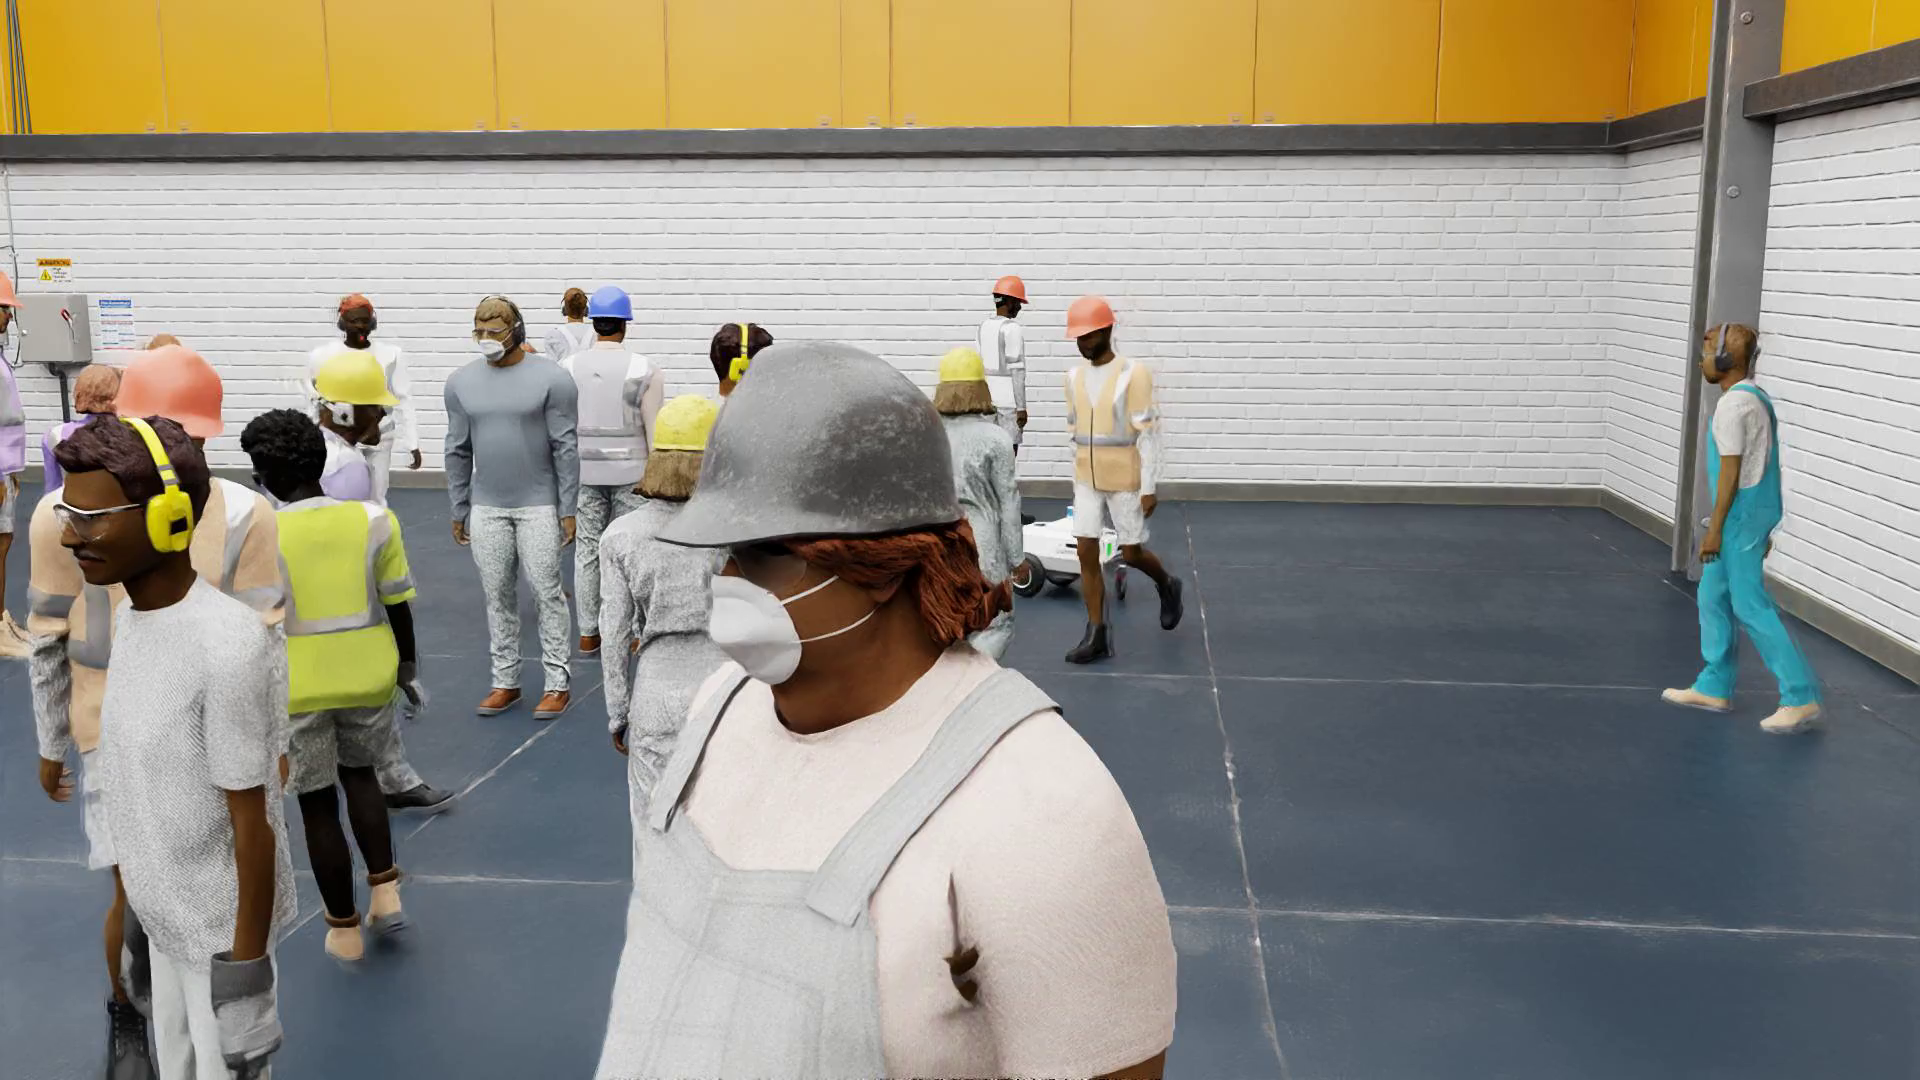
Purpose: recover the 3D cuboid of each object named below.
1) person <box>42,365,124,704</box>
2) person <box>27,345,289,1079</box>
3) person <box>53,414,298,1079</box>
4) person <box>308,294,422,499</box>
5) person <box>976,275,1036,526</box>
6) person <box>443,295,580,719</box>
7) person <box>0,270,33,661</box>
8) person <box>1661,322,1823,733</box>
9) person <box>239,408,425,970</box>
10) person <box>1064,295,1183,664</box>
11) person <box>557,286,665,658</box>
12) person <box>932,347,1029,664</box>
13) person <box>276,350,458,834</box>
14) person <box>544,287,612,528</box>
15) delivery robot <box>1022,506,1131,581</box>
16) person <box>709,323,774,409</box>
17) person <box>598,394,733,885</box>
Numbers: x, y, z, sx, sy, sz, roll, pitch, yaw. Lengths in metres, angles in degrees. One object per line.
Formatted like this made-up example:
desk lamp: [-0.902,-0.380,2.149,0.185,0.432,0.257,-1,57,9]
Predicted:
person: [-3.745,0.044,7.338,0.524,1.631,0.319,-1,10,-6]
person: [-1.962,0.468,4.123,0.556,1.899,0.578,-7,12,-36]
person: [-1.329,0.706,2.896,0.321,1.861,0.516,-10,14,-44]
person: [-3.616,-0.562,10.173,0.604,1.846,0.886,-7,12,-34]
person: [0.357,-1.072,12.872,0.373,1.928,0.543,-7,12,-33]
person: [-2.034,-0.144,7.576,0.636,1.928,0.384,1,10,7]
person: [-5.002,-0.391,8.652,0.377,2.041,0.607,-5,11,-25]
person: [3.596,-0.062,7.474,0.692,1.812,0.530,6,12,31]
person: [-1.883,0.441,4.920,0.562,1.667,0.395,-8,13,-38]
person: [0.848,-0.330,8.718,0.603,1.896,0.828,8,13,40]
person: [-1.809,-0.345,8.681,0.608,1.940,0.416,2,10,9]
person: [0.016,0.056,6.975,0.504,1.722,0.583,6,11,29]
person: [-2.313,0.205,5.997,0.829,1.784,0.606,-5,11,-26]
person: [-2.891,-0.994,12.660,0.517,1.843,0.325,-4,11,-21]
delivery robot: [0.708,0.034,10.199,0.707,0.478,0.477,7,12,34]
person: [-0.857,0.097,6.401,0.344,1.857,0.525,-5,11,-25]
person: [-0.725,0.471,4.573,0.493,1.741,0.316,1,10,4]
